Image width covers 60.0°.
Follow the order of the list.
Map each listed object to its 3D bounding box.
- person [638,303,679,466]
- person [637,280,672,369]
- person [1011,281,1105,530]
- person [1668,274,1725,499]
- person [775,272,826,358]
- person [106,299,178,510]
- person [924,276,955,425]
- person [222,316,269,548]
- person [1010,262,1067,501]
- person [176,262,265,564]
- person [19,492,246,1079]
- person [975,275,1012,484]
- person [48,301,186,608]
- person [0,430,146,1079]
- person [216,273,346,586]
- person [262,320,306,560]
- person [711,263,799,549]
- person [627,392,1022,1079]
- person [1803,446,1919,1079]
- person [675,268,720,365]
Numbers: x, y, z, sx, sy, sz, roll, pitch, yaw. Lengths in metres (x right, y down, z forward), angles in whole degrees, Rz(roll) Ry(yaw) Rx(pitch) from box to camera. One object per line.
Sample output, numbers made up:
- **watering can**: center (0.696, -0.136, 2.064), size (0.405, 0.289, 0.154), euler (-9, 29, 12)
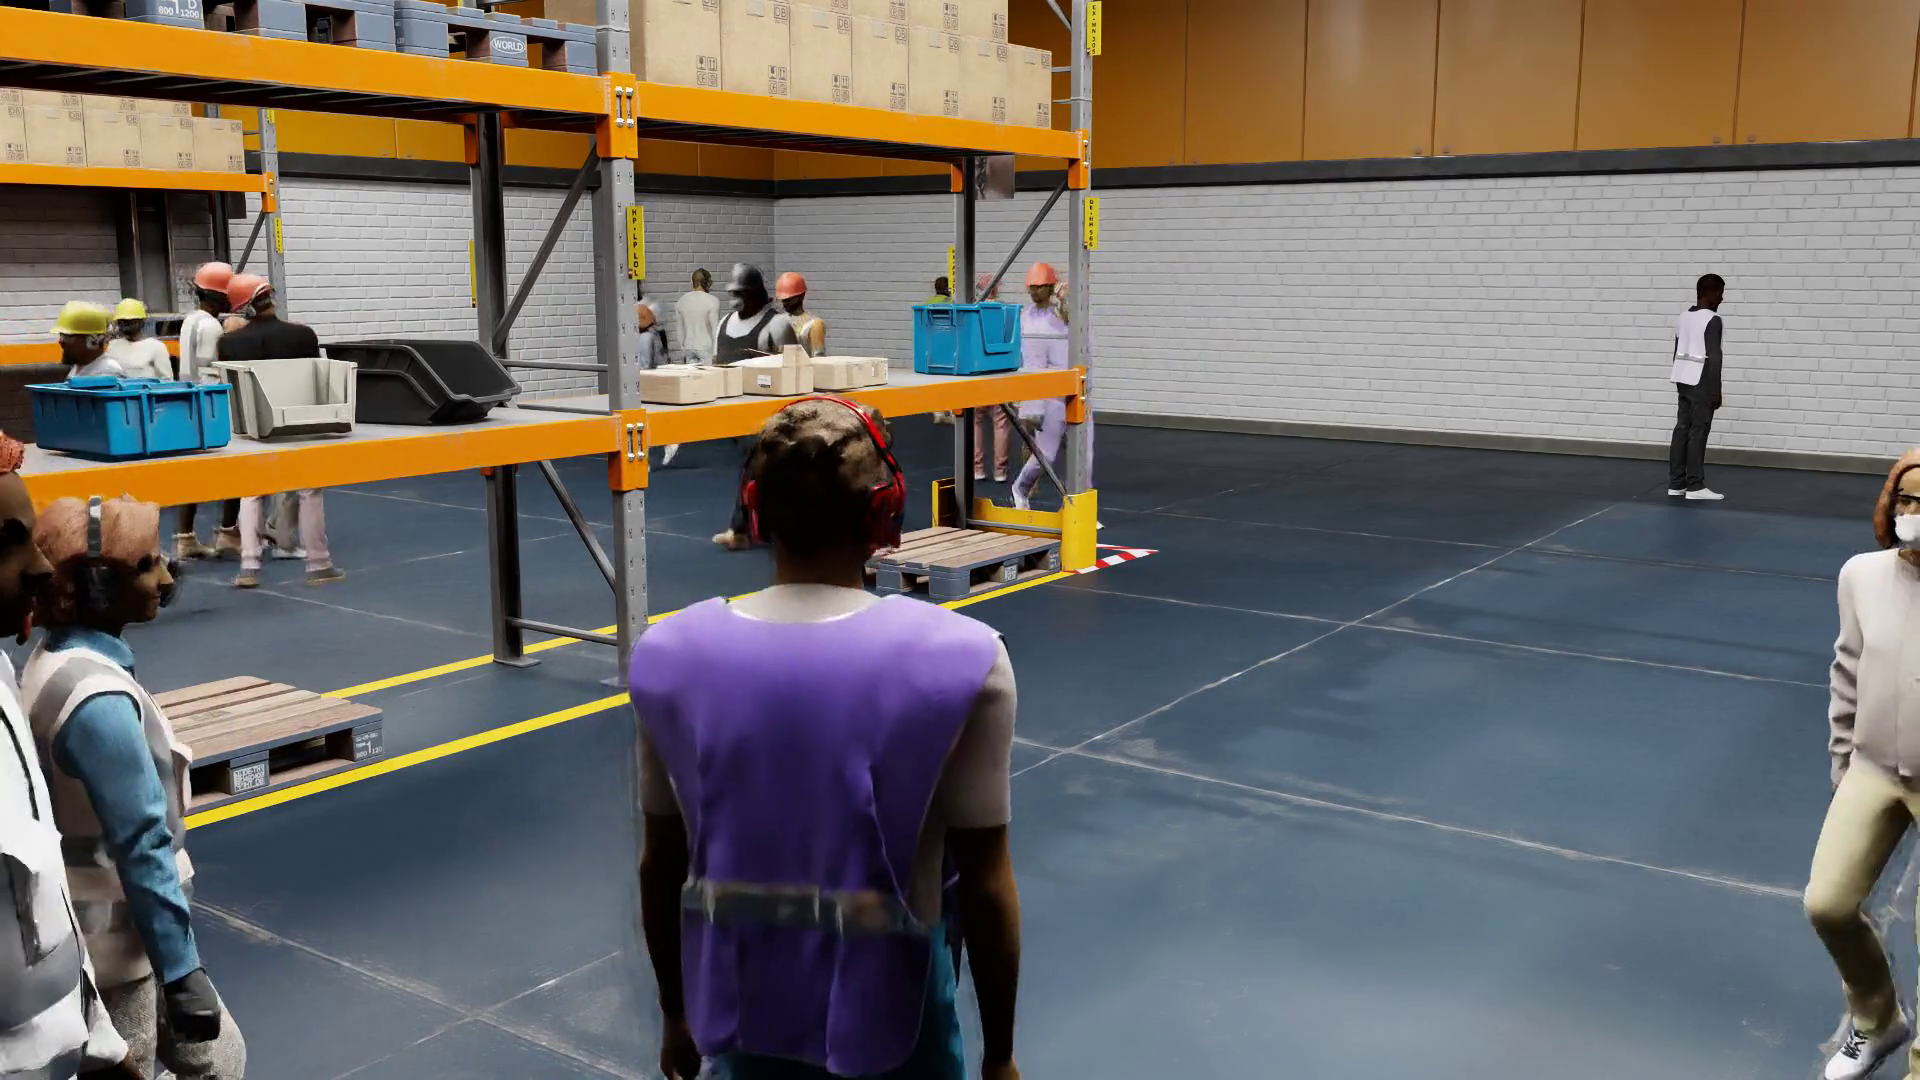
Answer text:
- **person**: center (-2.988, -1.444, 15.864), size (0.474, 1.619, 0.521), euler (-3, 10, -15)
- **person**: center (-3.789, -2.245, 19.795), size (0.644, 1.898, 1.022), euler (3, 10, 19)
- **person**: center (0.754, -1.041, 12.734), size (0.645, 1.878, 0.865), euler (-6, 11, -32)
- **person**: center (6.290, -1.305, 14.194), size (0.391, 1.913, 0.587), euler (-1, 10, -8)
- **person**: center (-1.364, -1.234, 13.727), size (0.542, 1.929, 0.369), euler (7, 12, 34)
- **person**: center (-6.543, -1.051, 13.249), size (0.536, 1.722, 0.891), euler (3, 10, 15)
- **person**: center (-0.202, -2.351, 20.661), size (0.438, 1.833, 0.661), euler (-8, 12, -40)
- **person**: center (-5.043, -0.746, 11.683), size (0.285, 1.636, 0.500), euler (-4, 11, -25)
- **person**: center (0.767, -1.355, 14.208), size (0.616, 2.018, 0.867), euler (8, 12, 39)
- **person**: center (-4.986, -0.843, 11.142), size (0.705, 2.005, 0.769), euler (-7, 12, -38)
- **person**: center (-1.477, 0.728, 2.960), size (0.451, 1.624, 0.524), euler (-5, 11, -27)
- **person**: center (0.266, -1.458, 15.198), size (0.710, 1.890, 0.512), euler (-3, 10, -15)
- **person**: center (-4.650, -0.405, 9.147), size (0.628, 1.816, 0.600), euler (-9, 13, -44)
- **person**: center (-1.356, 0.760, 2.098), size (0.905, 1.855, 0.578), euler (-4, 10, -21)
- **person**: center (-4.226, -0.670, 10.317), size (0.689, 1.952, 0.414), euler (-1, 10, -6)
- **person**: center (-4.519, -0.668, 11.246), size (0.363, 1.621, 0.538), euler (-4, 10, -22)
- **person**: center (-1.563, -0.966, 11.793), size (0.690, 2.000, 0.935), euler (9, 13, 41)
- **person**: center (-0.188, 0.704, 2.446), size (0.592, 1.833, 0.449), euler (2, 10, 12)
- **person**: center (2.205, 0.582, 3.836), size (0.366, 1.620, 0.507), euler (-6, 11, -31)
- **person**: center (-2.994, -2.166, 19.256), size (0.627, 1.935, 0.372), euler (6, 11, 30)
